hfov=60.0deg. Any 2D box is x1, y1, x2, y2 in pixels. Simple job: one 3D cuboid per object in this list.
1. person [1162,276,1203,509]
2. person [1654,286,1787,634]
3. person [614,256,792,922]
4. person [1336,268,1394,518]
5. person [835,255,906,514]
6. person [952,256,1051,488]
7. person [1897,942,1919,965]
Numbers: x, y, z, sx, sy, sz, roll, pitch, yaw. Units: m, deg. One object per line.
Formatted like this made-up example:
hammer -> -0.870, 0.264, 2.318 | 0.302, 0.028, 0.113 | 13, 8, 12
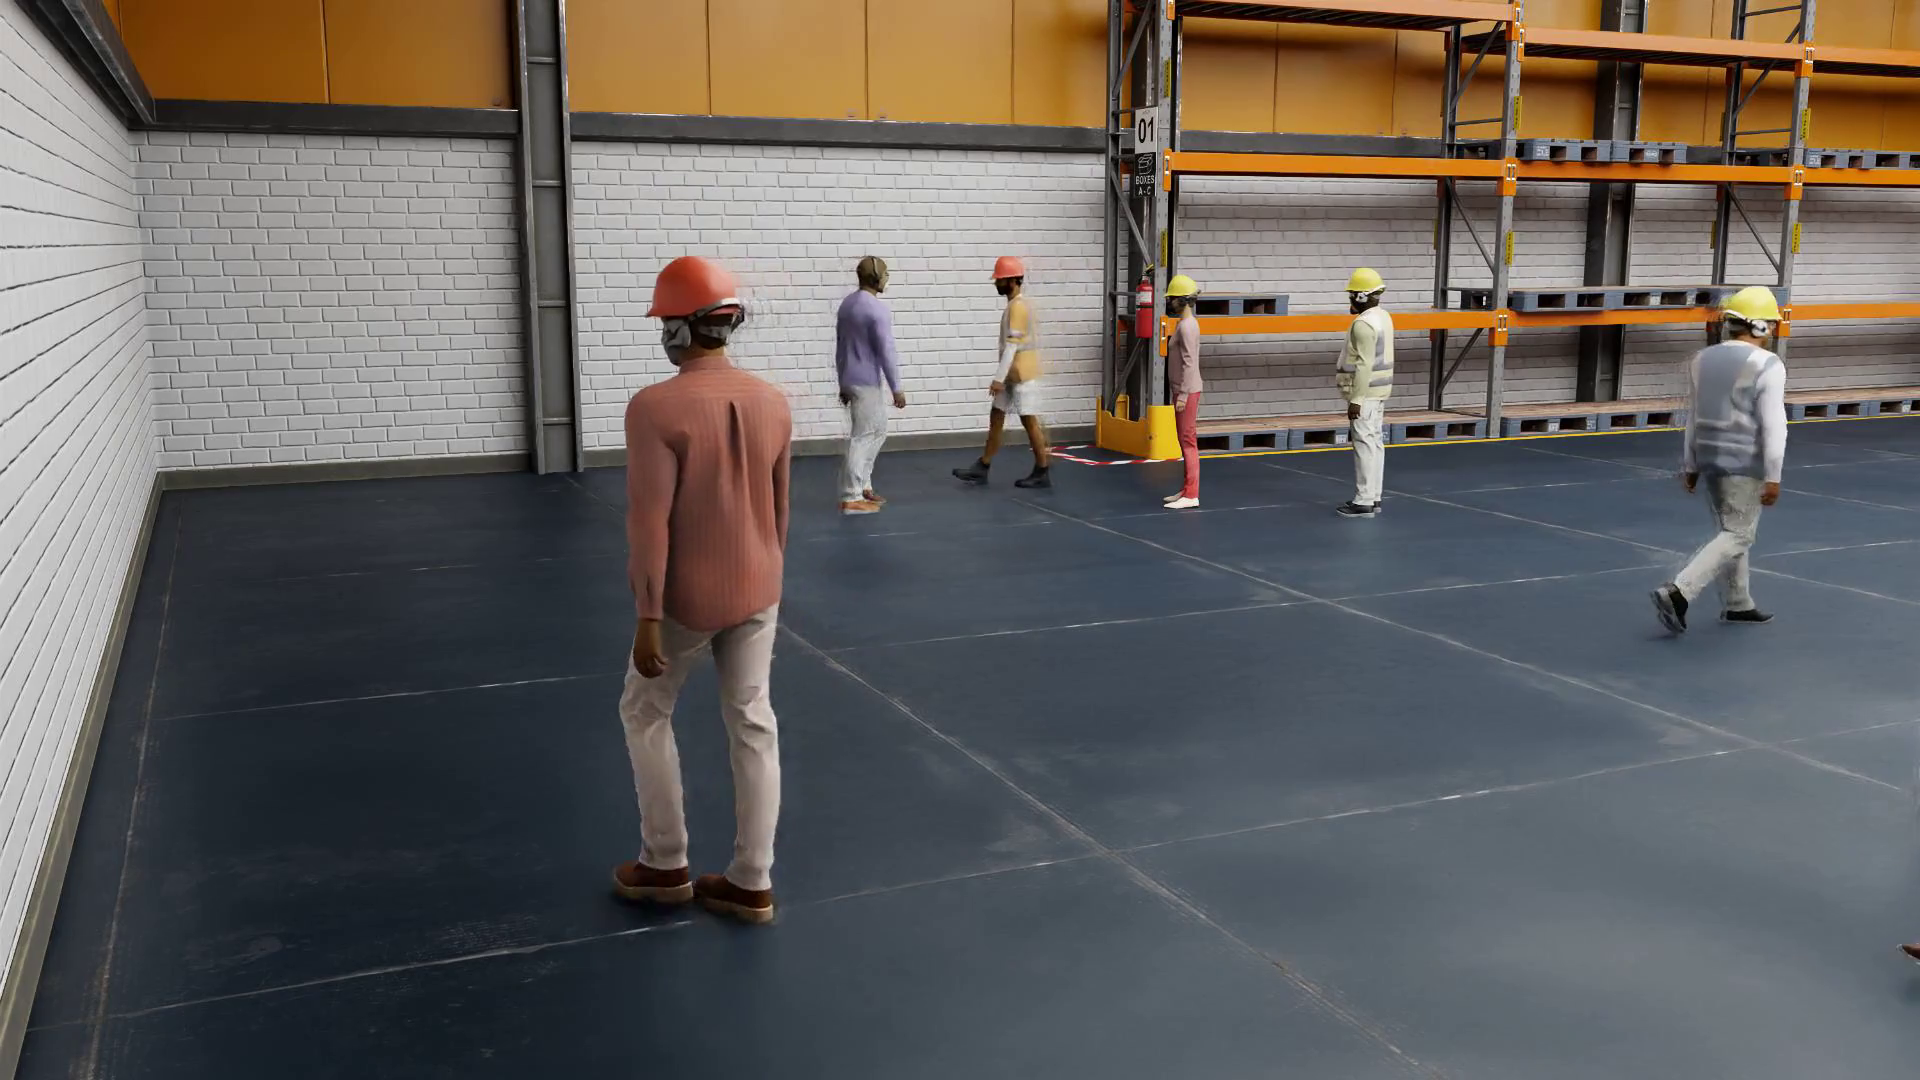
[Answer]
person -> 1.683, -1.119, 12.662 | 0.324, 1.767, 0.533 | 1, 10, 8
person -> 3.945, -0.400, 8.563 | 0.807, 1.807, 0.601 | -3, 11, -17
person -> -0.811, 0.149, 5.005 | 0.705, 1.972, 0.659 | 9, 14, 42
person -> 2.976, -1.082, 12.269 | 0.403, 1.831, 0.596 | 6, 12, 28
person -> -0.672, -1.147, 12.402 | 0.592, 1.921, 0.634 | -5, 11, -24
person -> 0.339, -1.357, 13.601 | 0.922, 1.894, 0.545 | 0, 10, -2
person -> 3.026, 0.453, 4.390 | 0.850, 1.583, 0.516 | -1, 10, -4
